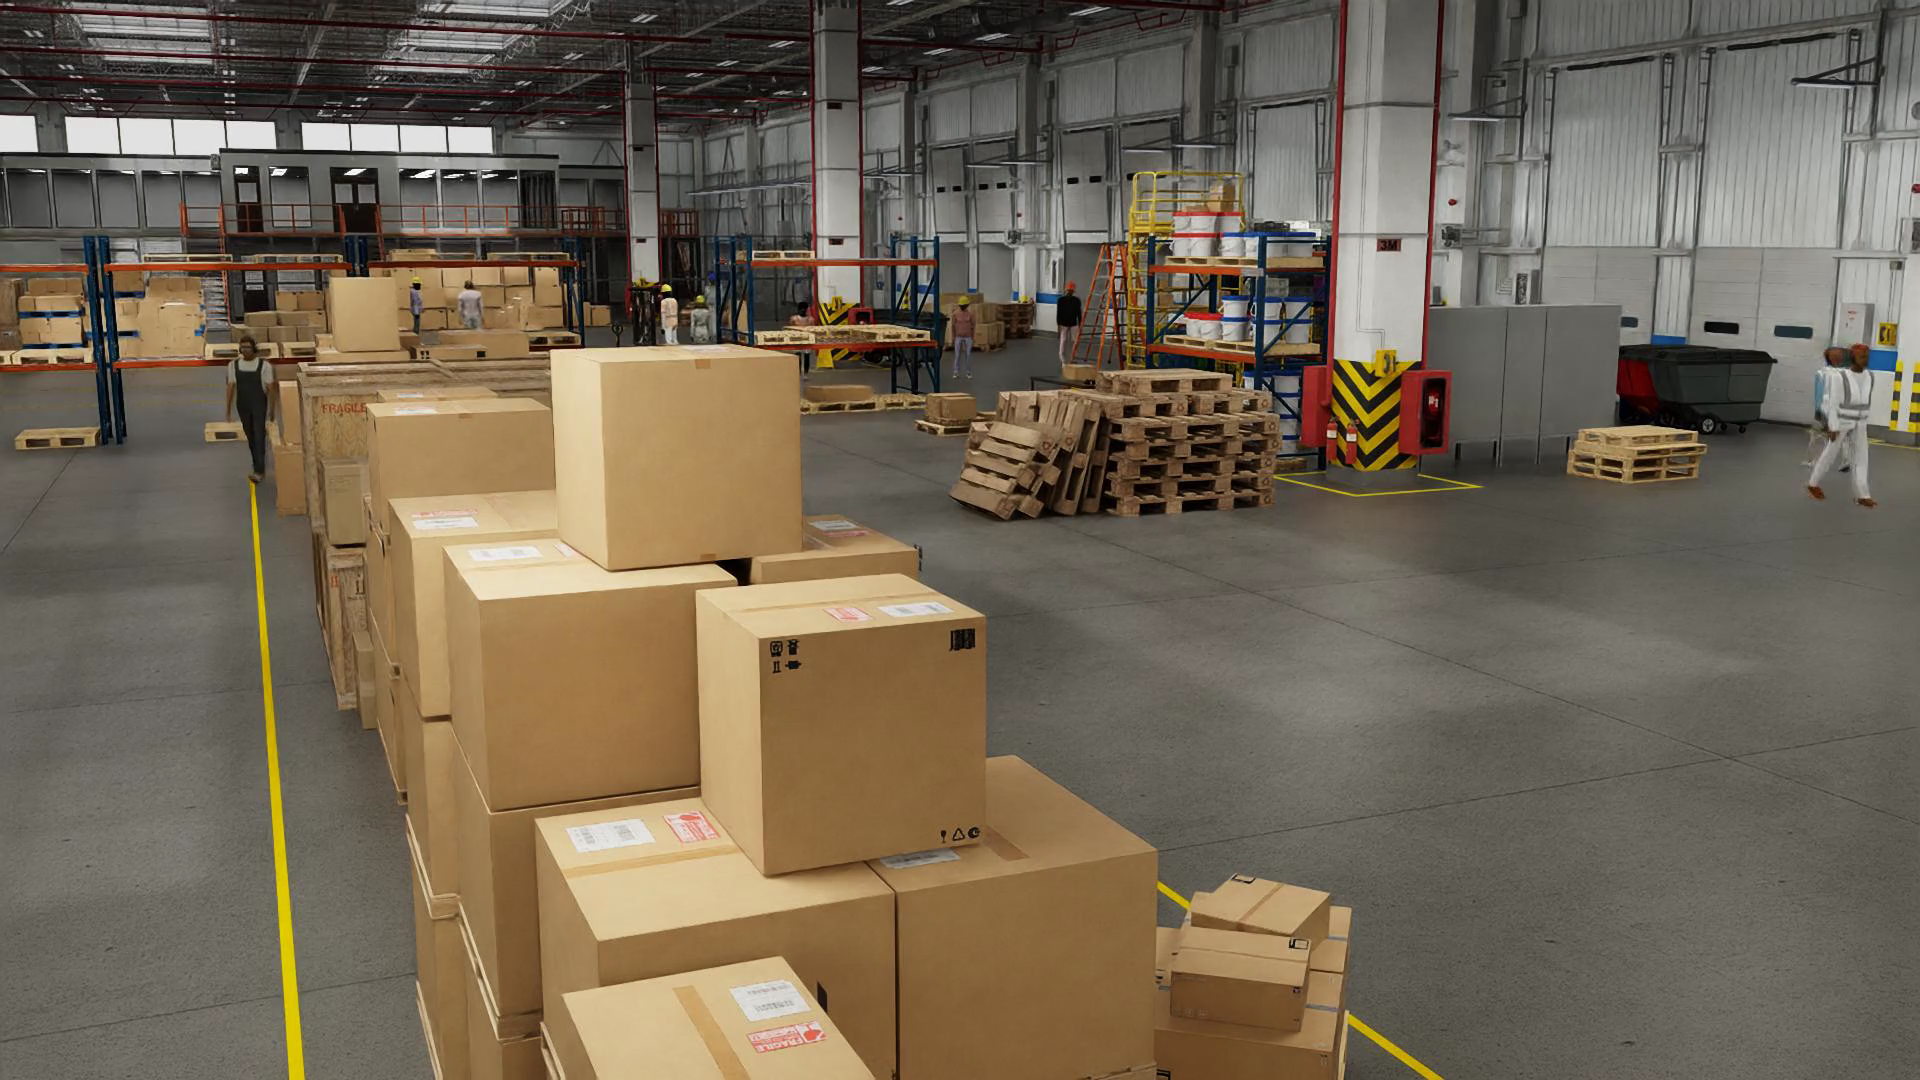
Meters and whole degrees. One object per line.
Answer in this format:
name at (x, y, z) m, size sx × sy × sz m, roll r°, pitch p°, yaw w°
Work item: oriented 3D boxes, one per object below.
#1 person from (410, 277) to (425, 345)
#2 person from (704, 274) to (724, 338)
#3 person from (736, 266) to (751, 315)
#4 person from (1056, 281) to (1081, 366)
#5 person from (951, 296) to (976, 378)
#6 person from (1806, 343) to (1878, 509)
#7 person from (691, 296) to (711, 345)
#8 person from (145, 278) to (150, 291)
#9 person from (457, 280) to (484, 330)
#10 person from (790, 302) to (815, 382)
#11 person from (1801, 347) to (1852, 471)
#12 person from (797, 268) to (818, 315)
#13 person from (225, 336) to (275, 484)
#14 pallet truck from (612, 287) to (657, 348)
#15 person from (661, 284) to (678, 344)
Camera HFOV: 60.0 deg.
person at (-15.116, -6.353, 46.329) m, size 0.366 × 1.926 × 0.594 m, roll -3°, pitch 11°, yaw -15°
person at (-7.526, -7.069, 50.325) m, size 0.640 × 1.904 × 0.935 m, roll 4°, pitch 11°, yaw 23°
person at (-8.345, -9.554, 63.906) m, size 0.971 × 1.960 × 0.607 m, roll 5°, pitch 11°, yaw 24°
person at (2.564, -5.097, 39.225) m, size 0.621 × 1.991 × 0.398 m, roll -3°, pitch 11°, yaw -15°
person at (0.076, -4.351, 35.758) m, size 0.523 × 1.761 × 0.328 m, roll 0°, pitch 10°, yaw 1°
person at (10.017, -1.314, 18.833) m, size 0.591 × 1.839 × 0.984 m, roll -2°, pitch 10°, yaw -11°
person at (-5.804, -4.579, 37.093) m, size 0.516 × 1.720 × 0.641 m, roll -6°, pitch 12°, yaw -31°
person at (-24.629, -7.056, 50.589) m, size 0.957 × 1.799 × 0.632 m, roll 4°, pitch 11°, yaw 19°
person at (-12.767, -5.813, 43.383) m, size 0.662 × 1.910 × 0.781 m, roll -3°, pitch 11°, yaw -17°
person at (-3.275, -4.149, 34.898) m, size 0.543 × 1.662 × 0.779 m, roll -2°, pitch 10°, yaw -10°
person at (11.336, -1.698, 21.585) m, size 0.517 × 1.599 × 0.848 m, roll -1°, pitch 10°, yaw -3°
person at (-5.584, -9.115, 61.632) m, size 0.893 × 1.908 × 0.553 m, roll 2°, pitch 11°, yaw 13°
person at (-8.717, -1.586, 20.398) m, size 0.520 × 1.795 × 0.947 m, roll -1°, pitch 10°, yaw -7°
pallet truck at (-6.464, -4.406, 35.401) m, size 0.823 × 1.965 × 1.885 m, roll 6°, pitch 12°, yaw 32°
person at (-6.884, -5.071, 39.301) m, size 0.410 × 1.917 × 0.587 m, roll 5°, pitch 11°, yaw 26°
